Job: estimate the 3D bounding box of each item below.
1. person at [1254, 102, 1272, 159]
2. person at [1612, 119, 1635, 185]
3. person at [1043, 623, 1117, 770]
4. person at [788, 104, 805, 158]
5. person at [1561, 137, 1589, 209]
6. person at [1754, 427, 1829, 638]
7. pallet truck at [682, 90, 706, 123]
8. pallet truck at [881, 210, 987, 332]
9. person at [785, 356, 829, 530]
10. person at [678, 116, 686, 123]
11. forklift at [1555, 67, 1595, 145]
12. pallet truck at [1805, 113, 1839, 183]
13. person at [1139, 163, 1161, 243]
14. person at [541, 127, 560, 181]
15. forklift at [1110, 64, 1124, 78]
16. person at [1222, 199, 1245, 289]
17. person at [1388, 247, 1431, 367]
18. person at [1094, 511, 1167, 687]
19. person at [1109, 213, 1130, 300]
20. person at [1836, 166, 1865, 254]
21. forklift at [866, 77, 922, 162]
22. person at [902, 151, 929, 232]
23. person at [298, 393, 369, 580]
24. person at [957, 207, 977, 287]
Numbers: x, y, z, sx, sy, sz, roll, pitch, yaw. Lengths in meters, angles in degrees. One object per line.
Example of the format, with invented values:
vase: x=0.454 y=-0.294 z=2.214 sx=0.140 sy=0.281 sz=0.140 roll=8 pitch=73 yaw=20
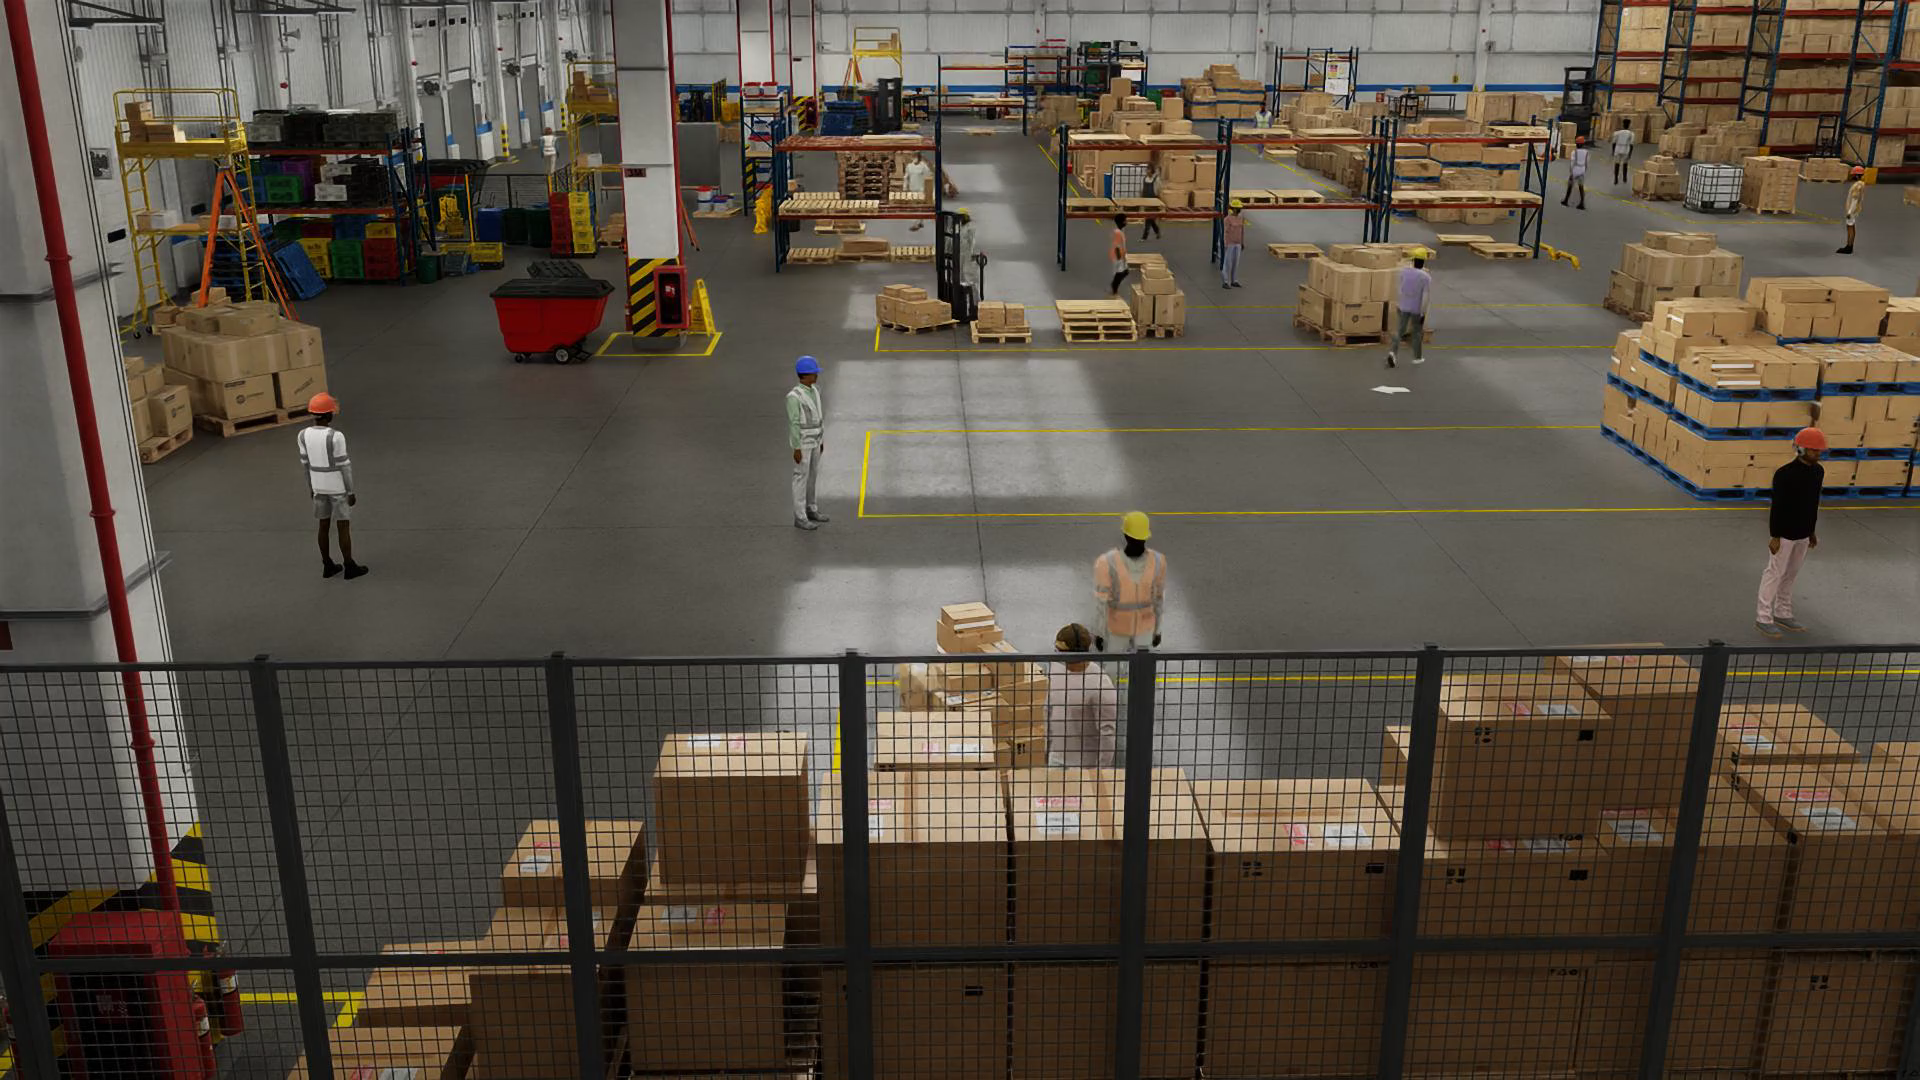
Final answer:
person: x=10.426 y=-14.140 z=57.355 sx=0.603 sy=1.890 sz=0.852 roll=-1 pitch=19 yaw=-2
person: x=19.882 y=-11.644 z=49.894 sx=0.614 sy=1.924 sz=0.866 roll=9 pitch=21 yaw=26
person: x=0.774 y=1.449 z=11.028 sx=0.366 sy=1.935 sz=0.630 roll=-13 pitch=23 yaw=-33
person: x=-5.771 y=-14.024 z=57.067 sx=0.829 sy=1.858 sz=0.578 roll=-14 pitch=23 yaw=-35
person: x=16.599 y=-9.868 z=44.695 sx=0.565 sy=1.881 sz=1.012 roll=-3 pitch=19 yaw=-9
person: x=7.754 y=-0.082 z=15.475 sx=0.612 sy=1.997 sz=0.376 roll=-10 pitch=21 yaw=-27
pallet truck: x=-9.671 y=-15.907 z=62.421 sx=0.823 sy=1.965 sz=1.885 roll=5 pitch=19 yaw=15
pallet truck: x=-0.493 y=-4.759 z=29.349 sx=1.885 sy=1.965 sz=0.823 roll=-13 pitch=23 yaw=-34
person: x=-1.703 y=-1.093 z=18.550 sx=0.392 sy=1.946 sz=0.614 roll=7 pitch=20 yaw=21
person: x=-8.419 y=-12.002 z=50.928 sx=0.352 sy=1.937 sz=0.635 roll=-5 pitch=19 yaw=-15
forklift: x=22.662 y=-16.002 z=61.344 sx=1.129 sy=2.768 sz=1.873 roll=-1 pitch=19 yaw=-1
pallet truck: x=26.403 y=-11.957 z=50.702 sx=0.823 sy=1.965 sz=1.885 roll=6 pitch=19 yaw=16
person: x=4.486 y=-7.918 z=39.002 sx=0.517 sy=1.820 sz=0.826 roll=17 pitch=25 yaw=42
person: x=-12.530 y=-11.797 z=50.852 sx=0.539 sy=1.593 sz=0.872 roll=-2 pitch=19 yaw=-7
forklift: x=5.890 y=-16.579 z=63.054 sx=1.873 sy=2.768 sz=1.129 roll=4 pitch=19 yaw=12
person: x=5.446 y=-5.892 z=33.063 sx=0.525 sy=1.772 sz=0.308 roll=-12 pitch=22 yaw=-33
person: x=7.126 y=-3.682 z=26.320 sx=0.587 sy=1.897 sz=0.846 roll=15 pitch=24 yaw=38
person: x=1.358 y=0.658 z=13.410 sx=0.602 sy=1.910 sz=0.673 roll=-3 pitch=19 yaw=-10
person: x=3.047 y=-5.384 z=31.686 sx=0.378 sy=1.680 sz=0.547 roll=5 pitch=19 yaw=13
person: x=19.982 y=-7.394 z=37.257 sx=0.356 sy=1.936 sz=0.551 roll=14 pitch=23 yaw=35
forklift: x=-2.259 y=-13.811 z=54.842 sx=1.873 sy=2.768 sz=1.129 roll=13 pitch=22 yaw=33
person: x=-1.073 y=-8.554 z=40.752 sx=0.646 sy=1.905 sz=0.800 roll=13 pitch=22 yaw=33
person: x=-6.403 y=-0.545 z=16.940 sx=0.543 sy=1.938 sz=0.357 roll=5 pitch=19 yaw=15
person: x=0.092 y=-5.564 z=32.149 sx=0.498 sy=1.726 sz=0.419 roll=14 pitch=23 yaw=36
